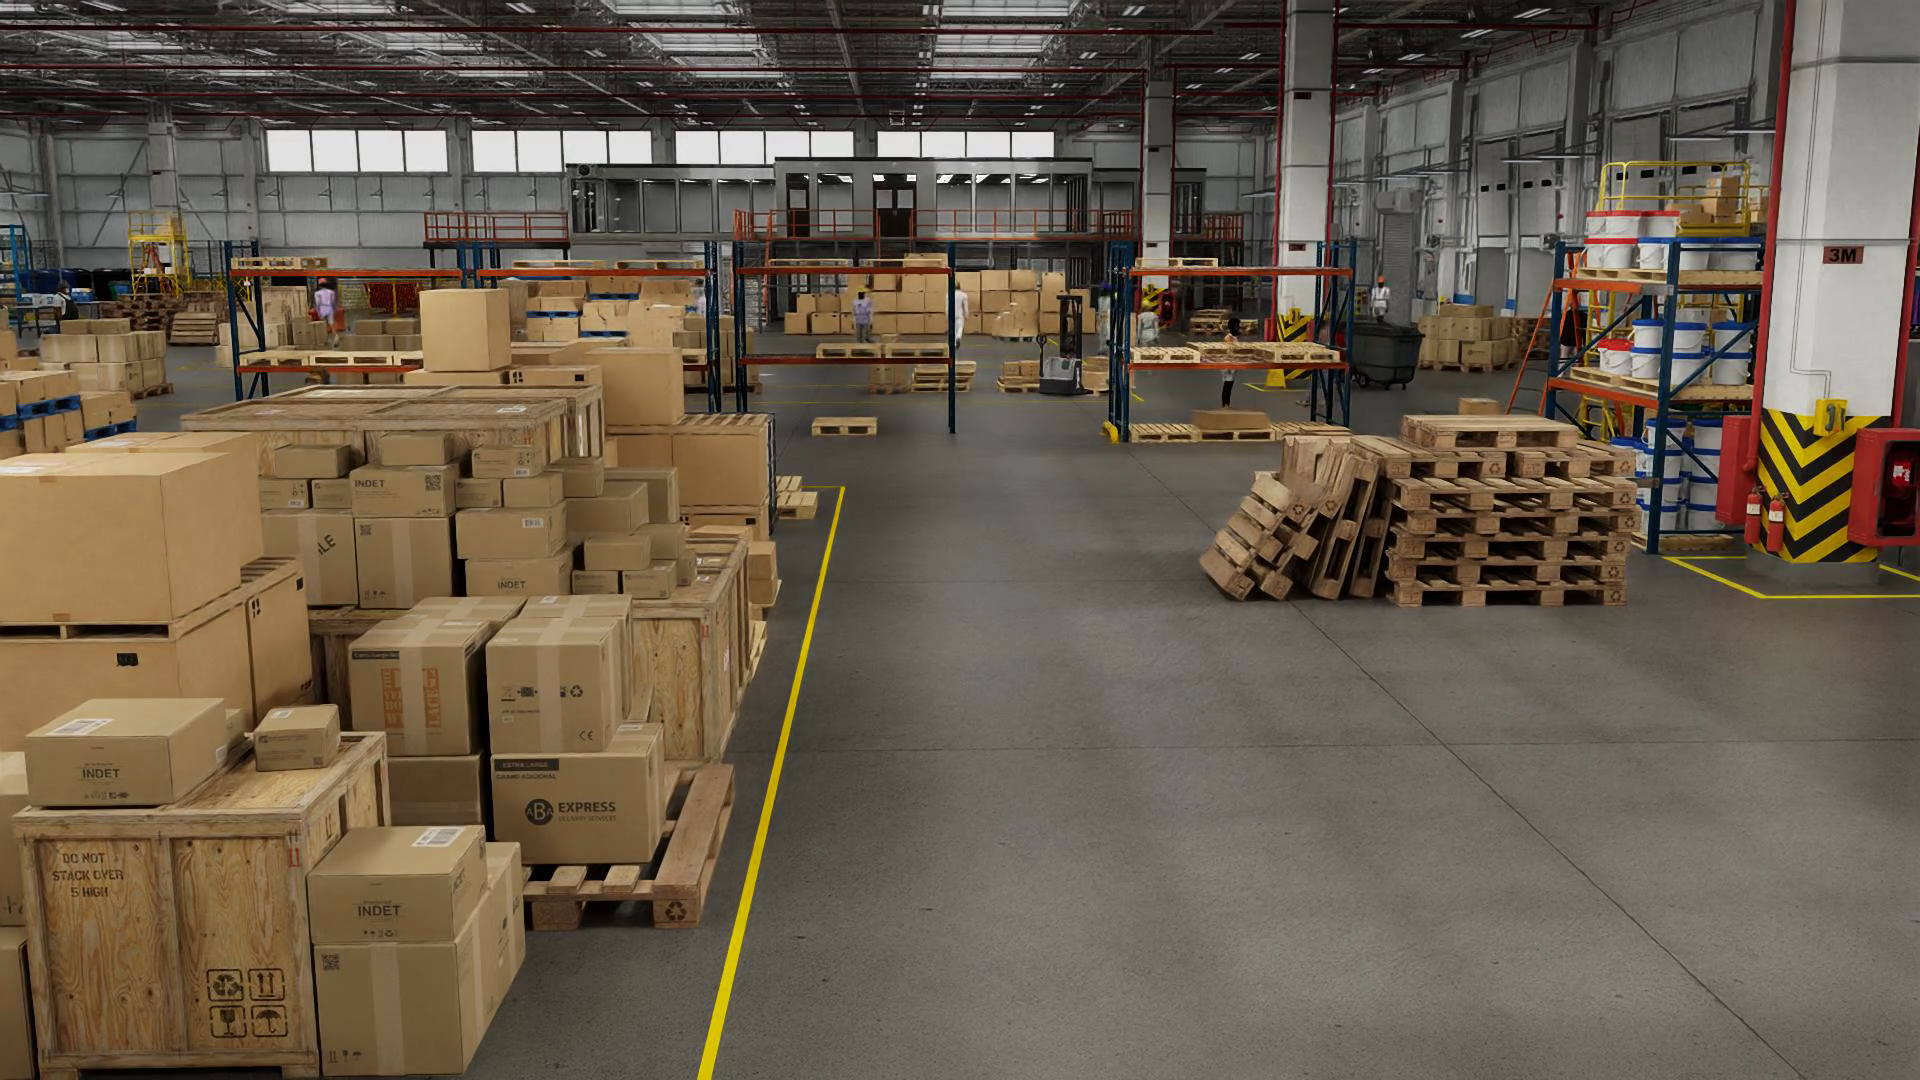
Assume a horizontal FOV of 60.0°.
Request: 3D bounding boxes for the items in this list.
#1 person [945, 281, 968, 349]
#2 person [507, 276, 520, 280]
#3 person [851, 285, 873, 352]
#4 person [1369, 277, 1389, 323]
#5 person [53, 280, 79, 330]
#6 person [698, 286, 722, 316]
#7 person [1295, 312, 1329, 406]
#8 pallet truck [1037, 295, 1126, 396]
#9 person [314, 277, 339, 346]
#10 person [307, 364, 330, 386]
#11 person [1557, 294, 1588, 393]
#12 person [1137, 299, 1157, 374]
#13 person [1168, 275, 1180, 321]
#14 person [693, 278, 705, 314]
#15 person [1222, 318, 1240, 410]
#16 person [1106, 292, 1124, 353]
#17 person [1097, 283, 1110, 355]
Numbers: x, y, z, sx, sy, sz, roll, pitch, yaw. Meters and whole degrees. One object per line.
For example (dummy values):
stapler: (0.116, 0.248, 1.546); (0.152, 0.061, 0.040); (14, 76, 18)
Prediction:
person: (-0.109, -6.346, 46.991); (0.649, 1.926, 0.505); (0, 10, 3)
person: (-18.040, -10.007, 67.565); (0.614, 1.853, 0.825); (2, 10, 10)
person: (-2.545, -5.697, 43.415); (0.599, 1.916, 0.474); (4, 11, 20)
person: (13.600, -7.576, 53.965); (0.553, 1.883, 1.002); (6, 12, 31)
person: (-23.290, -5.760, 43.407); (0.538, 2.000, 0.690); (-1, 10, -4)
person: (-6.914, -6.123, 46.033); (0.647, 1.824, 0.448); (-9, 13, -40)
person: (6.523, -3.335, 30.761); (0.831, 1.735, 0.533); (-2, 10, -10)
pallet truck: (2.483, -3.881, 33.060); (1.885, 1.965, 0.823); (-7, 13, -36)
person: (-18.242, -6.551, 47.930); (0.611, 2.018, 0.863); (-9, 13, -41)
person: (-6.251, -0.811, 16.383); (0.516, 1.843, 0.325); (3, 11, 16)
person: (12.297, -3.946, 33.429); (0.622, 1.994, 0.381); (1, 10, 6)
person: (4.294, -4.636, 38.046); (0.501, 1.727, 0.457); (-2, 10, -9)
person: (8.082, -9.340, 63.631); (0.644, 1.937, 1.012); (-9, 14, -42)
person: (-8.868, -8.054, 56.906); (0.975, 1.774, 0.666); (-4, 11, -23)
person: (4.796, -3.078, 29.419); (0.322, 1.698, 0.533); (4, 11, 23)
person: (3.453, -4.515, 36.827); (0.587, 1.916, 0.416); (-8, 13, -38)
person: (3.933, -5.920, 44.619); (0.506, 1.921, 0.640); (-10, 14, -43)
